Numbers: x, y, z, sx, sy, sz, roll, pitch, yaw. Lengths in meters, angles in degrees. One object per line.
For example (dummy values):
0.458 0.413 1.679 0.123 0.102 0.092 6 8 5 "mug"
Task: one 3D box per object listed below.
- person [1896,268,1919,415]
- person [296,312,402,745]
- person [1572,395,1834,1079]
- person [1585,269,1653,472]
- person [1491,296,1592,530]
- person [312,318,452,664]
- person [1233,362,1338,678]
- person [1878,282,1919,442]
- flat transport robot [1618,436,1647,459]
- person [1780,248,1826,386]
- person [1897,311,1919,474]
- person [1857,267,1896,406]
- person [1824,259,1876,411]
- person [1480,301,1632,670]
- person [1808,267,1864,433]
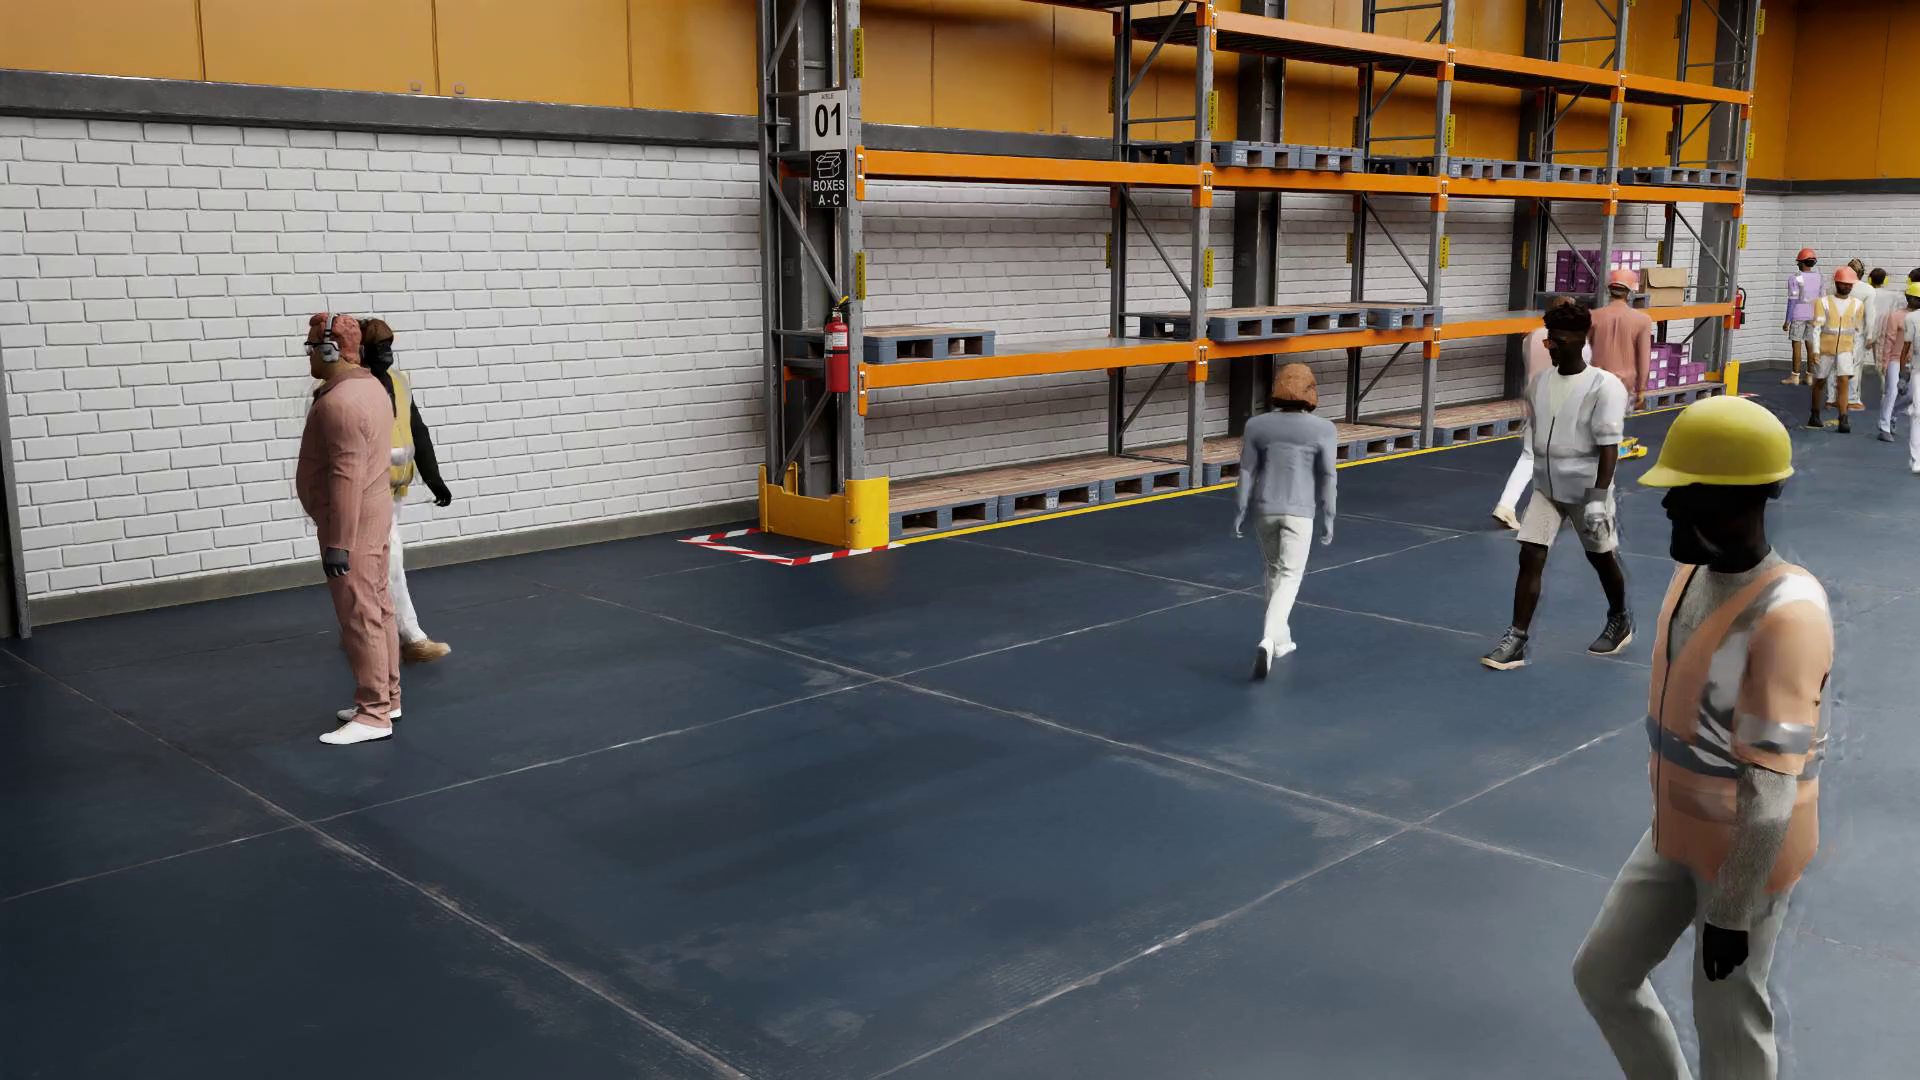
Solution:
11.855 -2.436 20.573 0.560 1.843 0.644 4 11 19 "person"
-2.722 -0.052 7.394 0.404 1.906 0.652 -1 10 -7 "person"
1.576 0.645 3.567 0.457 1.909 0.622 0 10 2 "person"
5.689 -1.377 14.548 0.630 1.950 0.914 3 11 16 "person"
4.492 -0.955 12.653 0.914 1.799 0.611 -7 12 -33 "person"
-2.978 -0.255 8.756 0.891 1.803 0.637 3 11 17 "person"
1.650 -0.111 8.581 0.521 1.597 0.799 6 12 29 "person"
10.254 -1.934 18.096 0.552 1.749 0.470 -1 10 -6 "person"
6.216 -0.902 16.492 0.652 0.197 1.431 9 14 42 "flat transport robot"
12.596 -3.329 24.887 0.608 2.045 0.390 -2 11 -13 "person"
9.159 -1.521 15.606 0.541 1.834 0.863 2 11 11 "person"
11.985 -2.647 21.757 0.525 1.832 0.874 1 10 4 "person"
11.415 -2.628 21.354 0.364 1.939 0.636 -7 12 -33 "person"
3.211 -0.289 8.695 1.058 1.911 0.616 -7 12 -32 "person"
10.092 -2.197 19.169 0.544 1.885 0.997 3 11 15 "person"
